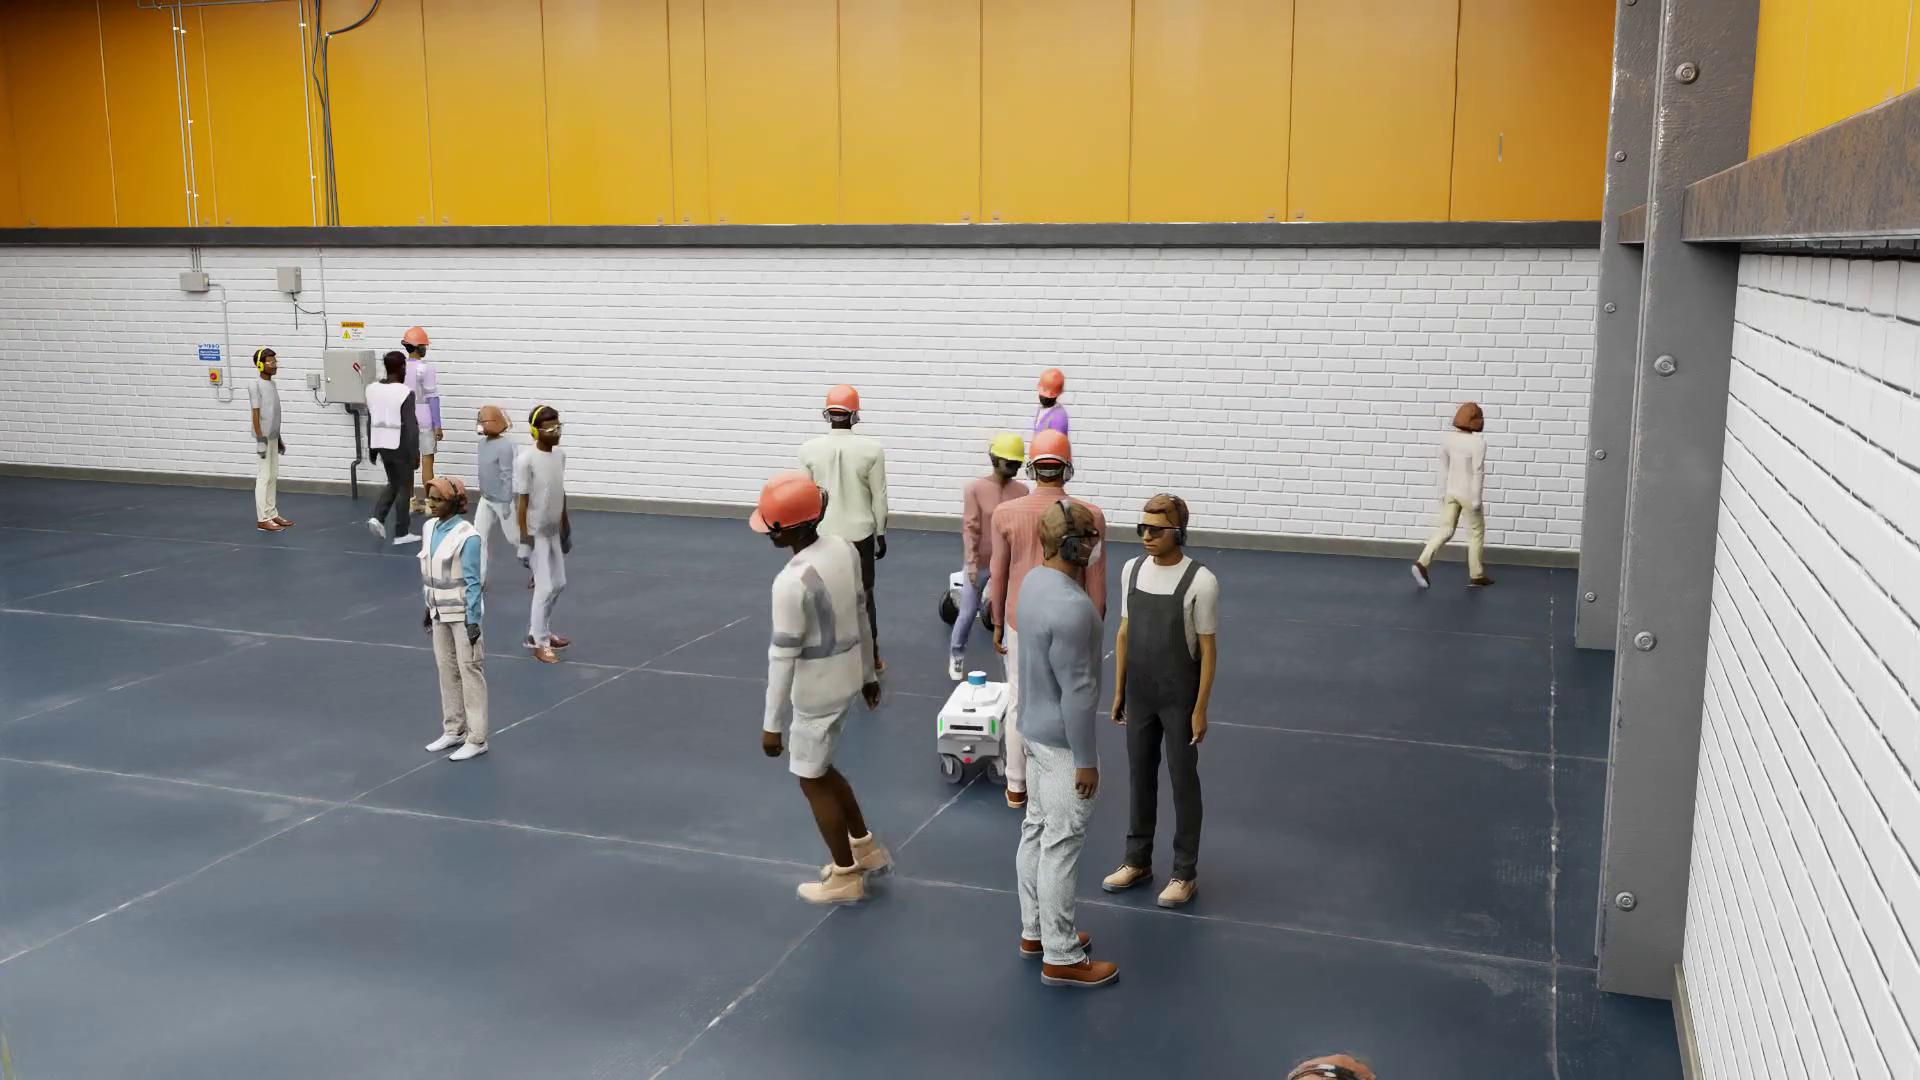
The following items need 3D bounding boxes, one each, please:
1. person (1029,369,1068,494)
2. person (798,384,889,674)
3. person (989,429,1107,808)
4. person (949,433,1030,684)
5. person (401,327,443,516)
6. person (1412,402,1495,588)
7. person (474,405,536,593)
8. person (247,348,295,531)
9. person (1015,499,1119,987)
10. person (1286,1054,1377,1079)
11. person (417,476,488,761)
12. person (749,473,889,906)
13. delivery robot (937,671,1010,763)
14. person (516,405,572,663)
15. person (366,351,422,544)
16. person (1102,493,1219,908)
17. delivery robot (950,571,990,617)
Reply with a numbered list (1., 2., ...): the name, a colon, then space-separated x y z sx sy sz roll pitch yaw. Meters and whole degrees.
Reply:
1. person: 0.717 -0.540 14.330 0.415 1.881 0.650 -2 10 -10
2. person: -0.786 -0.055 11.256 0.612 1.996 0.388 1 10 5
3. person: 0.454 0.417 8.628 0.615 1.987 0.407 1 10 8
4. person: 0.207 0.141 10.959 0.532 1.716 0.896 -5 11 -24
5. person: -5.846 -1.277 18.004 0.605 2.045 0.377 5 11 25
6. person: 4.241 -0.375 14.161 0.761 1.607 0.501 -5 11 -25
7. person: -3.850 -0.344 14.001 0.508 1.601 0.823 10 14 43
8. person: -7.113 -1.037 17.136 0.329 1.874 0.518 0 10 1
9. person: 0.411 0.797 6.620 0.372 1.940 0.632 -3 10 -14
10. person: 0.586 1.627 2.803 0.546 1.623 0.379 4 11 23
11. person: -2.883 0.441 9.500 0.516 1.633 0.313 9 13 41
12. person: -0.626 0.668 7.233 0.428 1.979 0.704 3 11 19
13. delivery robot: 0.095 0.975 9.247 0.477 0.478 0.707 2 10 10
14. person: -2.952 -0.044 11.695 0.511 1.831 0.591 4 11 21
15. person: -5.526 -0.897 16.255 0.619 1.899 0.461 5 11 27
16. person: 0.898 0.704 7.409 0.507 1.846 0.345 8 13 39
17. delivery robot: 0.242 0.326 12.902 0.477 0.478 0.707 8 13 37
